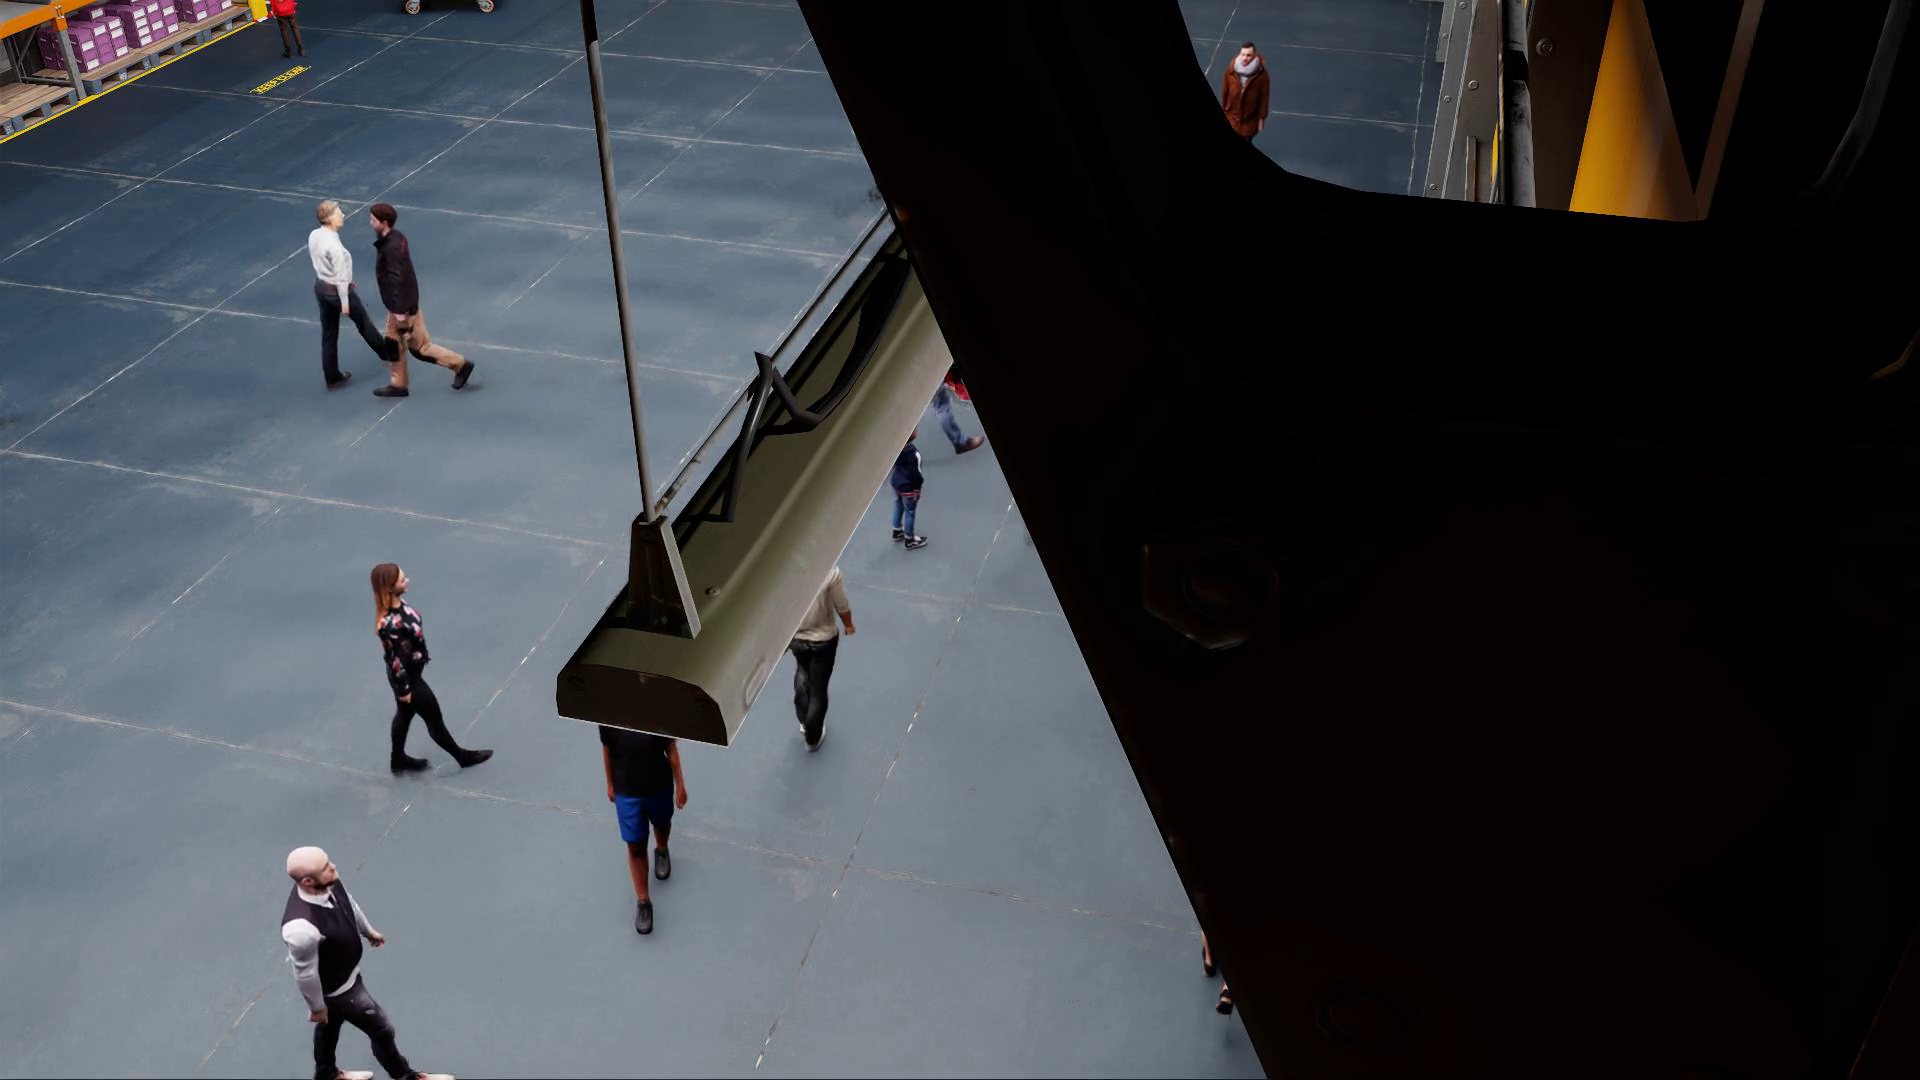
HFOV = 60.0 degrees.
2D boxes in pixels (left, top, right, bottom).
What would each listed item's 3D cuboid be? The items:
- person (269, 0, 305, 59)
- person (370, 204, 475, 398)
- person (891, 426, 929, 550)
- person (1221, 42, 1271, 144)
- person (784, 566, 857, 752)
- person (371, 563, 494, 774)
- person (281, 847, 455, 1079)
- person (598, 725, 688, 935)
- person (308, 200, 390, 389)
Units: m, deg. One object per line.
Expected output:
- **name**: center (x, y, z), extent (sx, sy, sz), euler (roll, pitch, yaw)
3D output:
- **person**: center (-9.799, -7.660, 24.118), extent (0.580, 1.280, 0.647), euler (-21, 39, -28)
- **person**: center (-5.033, -2.171, 15.298), extent (1.183, 1.902, 1.223), euler (-11, 35, -16)
- **person**: center (-0.440, -0.487, 13.378), extent (0.646, 1.222, 0.597), euler (-22, 39, -29)
- **person**: center (3.329, -4.969, 19.604), extent (0.736, 1.796, 1.109), euler (8, 34, 11)
- **person**: center (-1.011, 0.684, 11.097), extent (0.661, 1.798, 0.634), euler (7, 34, 10)
- **person**: center (-3.702, 0.886, 10.920), extent (0.946, 1.657, 0.956), euler (-10, 35, -14)
- **person**: center (-3.348, 2.294, 8.678), extent (1.021, 1.794, 1.061), euler (-7, 34, -11)
- **person**: center (-1.896, 1.414, 10.025), extent (0.876, 1.768, 1.090), euler (-4, 34, -6)
- **person**: center (-5.910, -2.270, 15.573), extent (0.932, 1.763, 1.226), euler (23, 40, 30)
